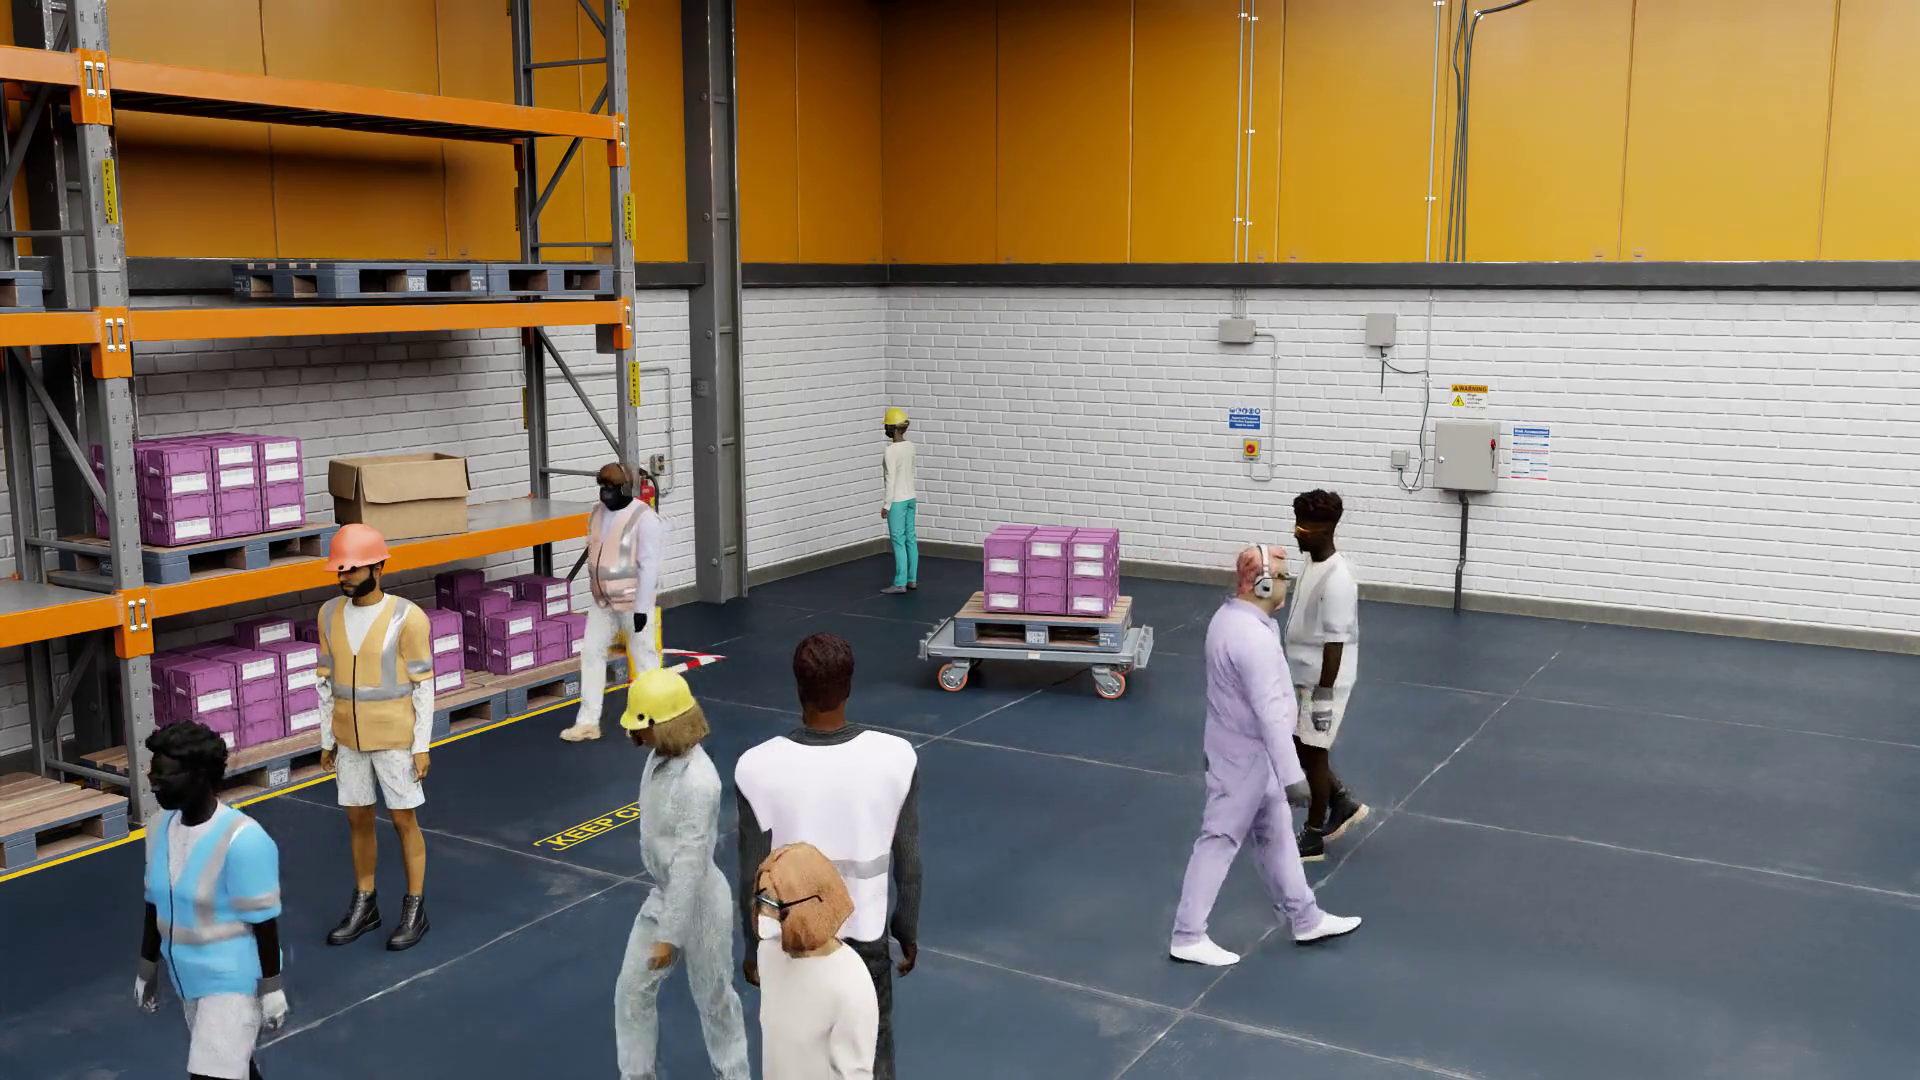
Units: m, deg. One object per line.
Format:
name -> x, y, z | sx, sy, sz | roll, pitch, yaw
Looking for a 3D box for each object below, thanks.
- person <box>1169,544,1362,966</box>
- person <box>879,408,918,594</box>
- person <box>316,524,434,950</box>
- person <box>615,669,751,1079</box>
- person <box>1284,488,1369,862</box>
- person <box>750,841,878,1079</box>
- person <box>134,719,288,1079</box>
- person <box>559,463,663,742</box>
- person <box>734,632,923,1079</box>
person -> 1.363, 0.951, 7.241 | 0.949, 1.866, 0.650 | 1, 9, 3
person -> -0.591, -0.367, 15.764 | 0.320, 1.769, 0.523 | 5, 10, 26
person -> -2.633, 0.881, 7.442 | 0.551, 1.934, 0.373 | 2, 9, 13
person -> -1.021, 1.280, 5.669 | 0.699, 1.707, 0.490 | -6, 11, -34
person -> 1.837, 0.704, 8.507 | 0.454, 1.943, 0.641 | 0, 9, -2
person -> -0.311, 1.541, 4.342 | 0.730, 1.608, 0.501 | -8, 12, -41
person -> -2.356, 1.380, 5.138 | 0.552, 1.671, 0.625 | 6, 11, 33
person -> -2.258, 0.419, 10.700 | 0.657, 1.812, 0.808 | 7, 11, 36
person -> -0.409, 1.239, 5.264 | 0.593, 1.921, 0.392 | -2, 9, -14
